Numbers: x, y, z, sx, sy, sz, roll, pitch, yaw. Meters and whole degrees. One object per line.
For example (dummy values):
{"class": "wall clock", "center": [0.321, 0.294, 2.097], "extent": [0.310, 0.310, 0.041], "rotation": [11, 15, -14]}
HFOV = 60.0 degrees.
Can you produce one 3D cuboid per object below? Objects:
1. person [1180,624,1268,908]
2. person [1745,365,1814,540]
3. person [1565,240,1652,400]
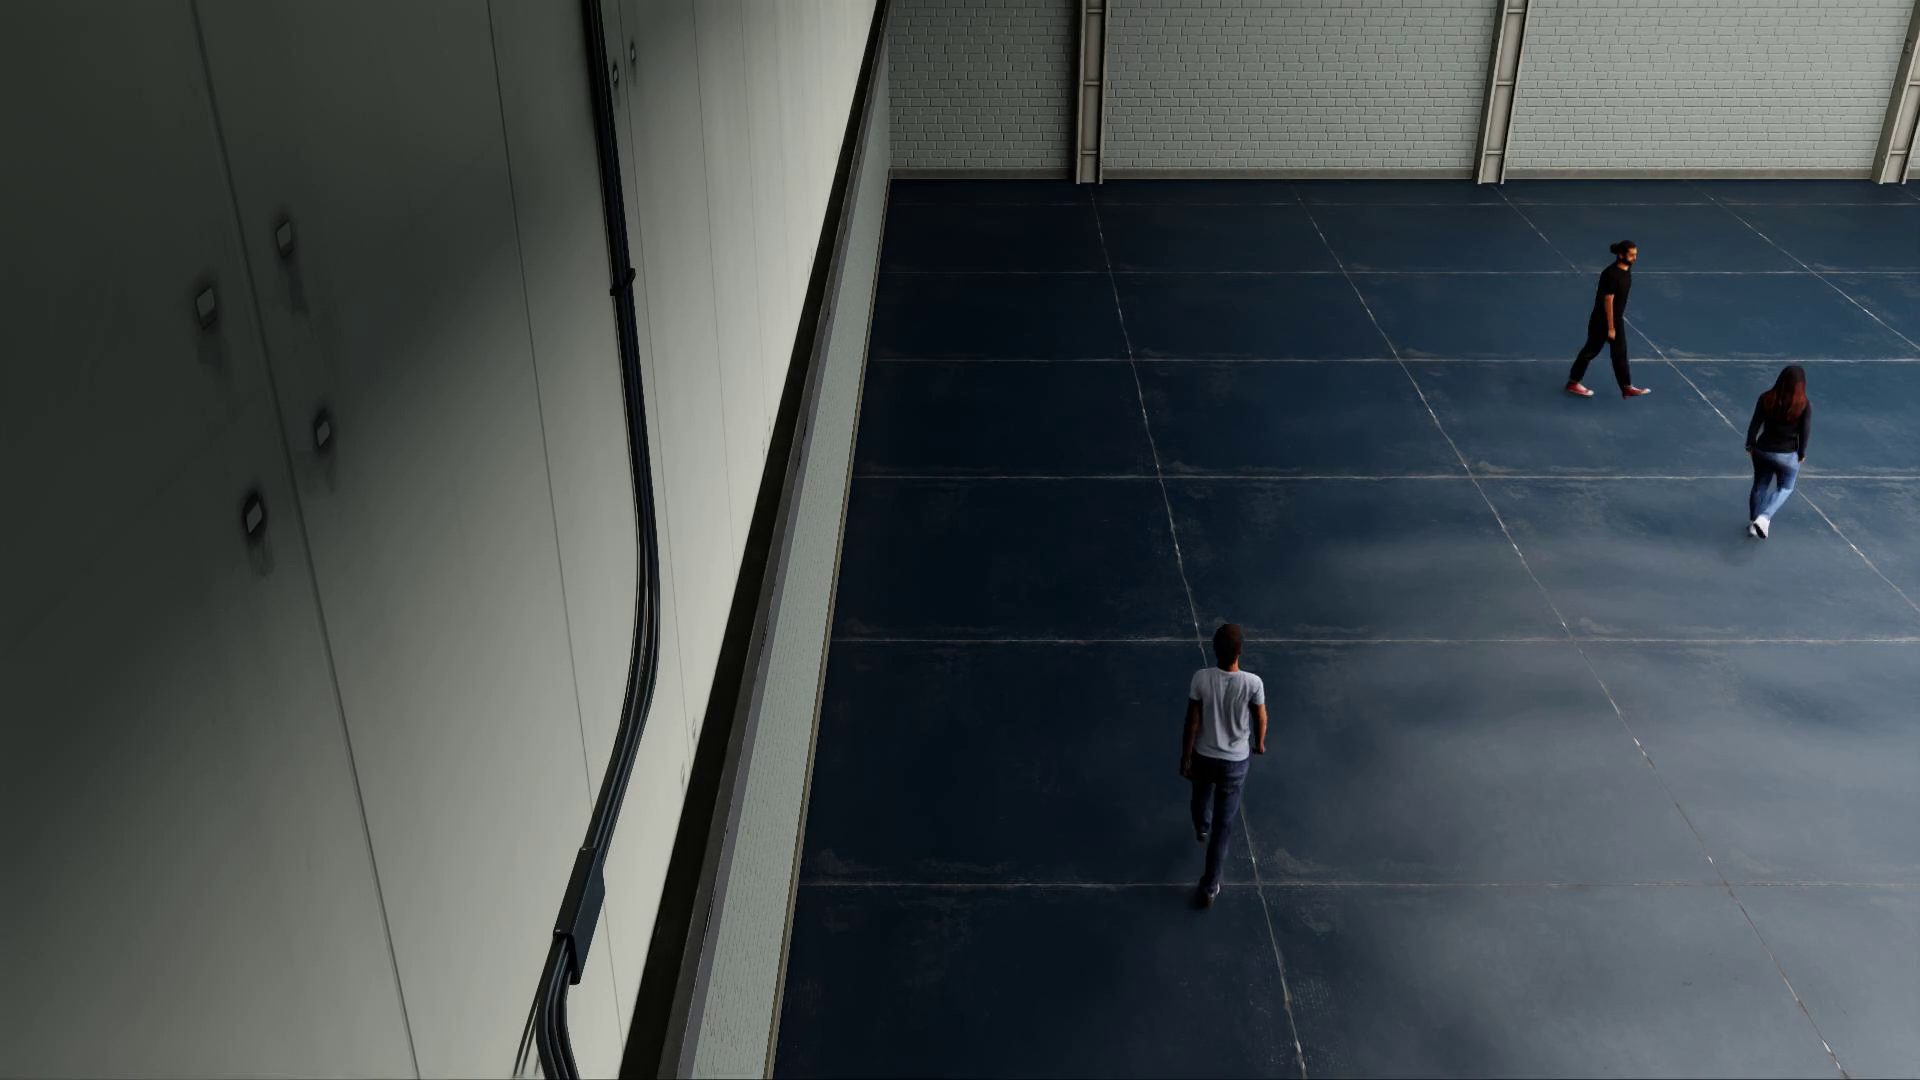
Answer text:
{"class": "person", "center": [1.588, 1.418, 10.240], "extent": [1.143, 1.827, 0.928], "rotation": [9, 29, 16]}
{"class": "person", "center": [7.098, -0.732, 14.493], "extent": [0.874, 1.622, 0.926], "rotation": [22, 35, 35]}
{"class": "person", "center": [6.649, -2.291, 17.312], "extent": [1.151, 1.724, 1.063], "rotation": [22, 35, 35]}
